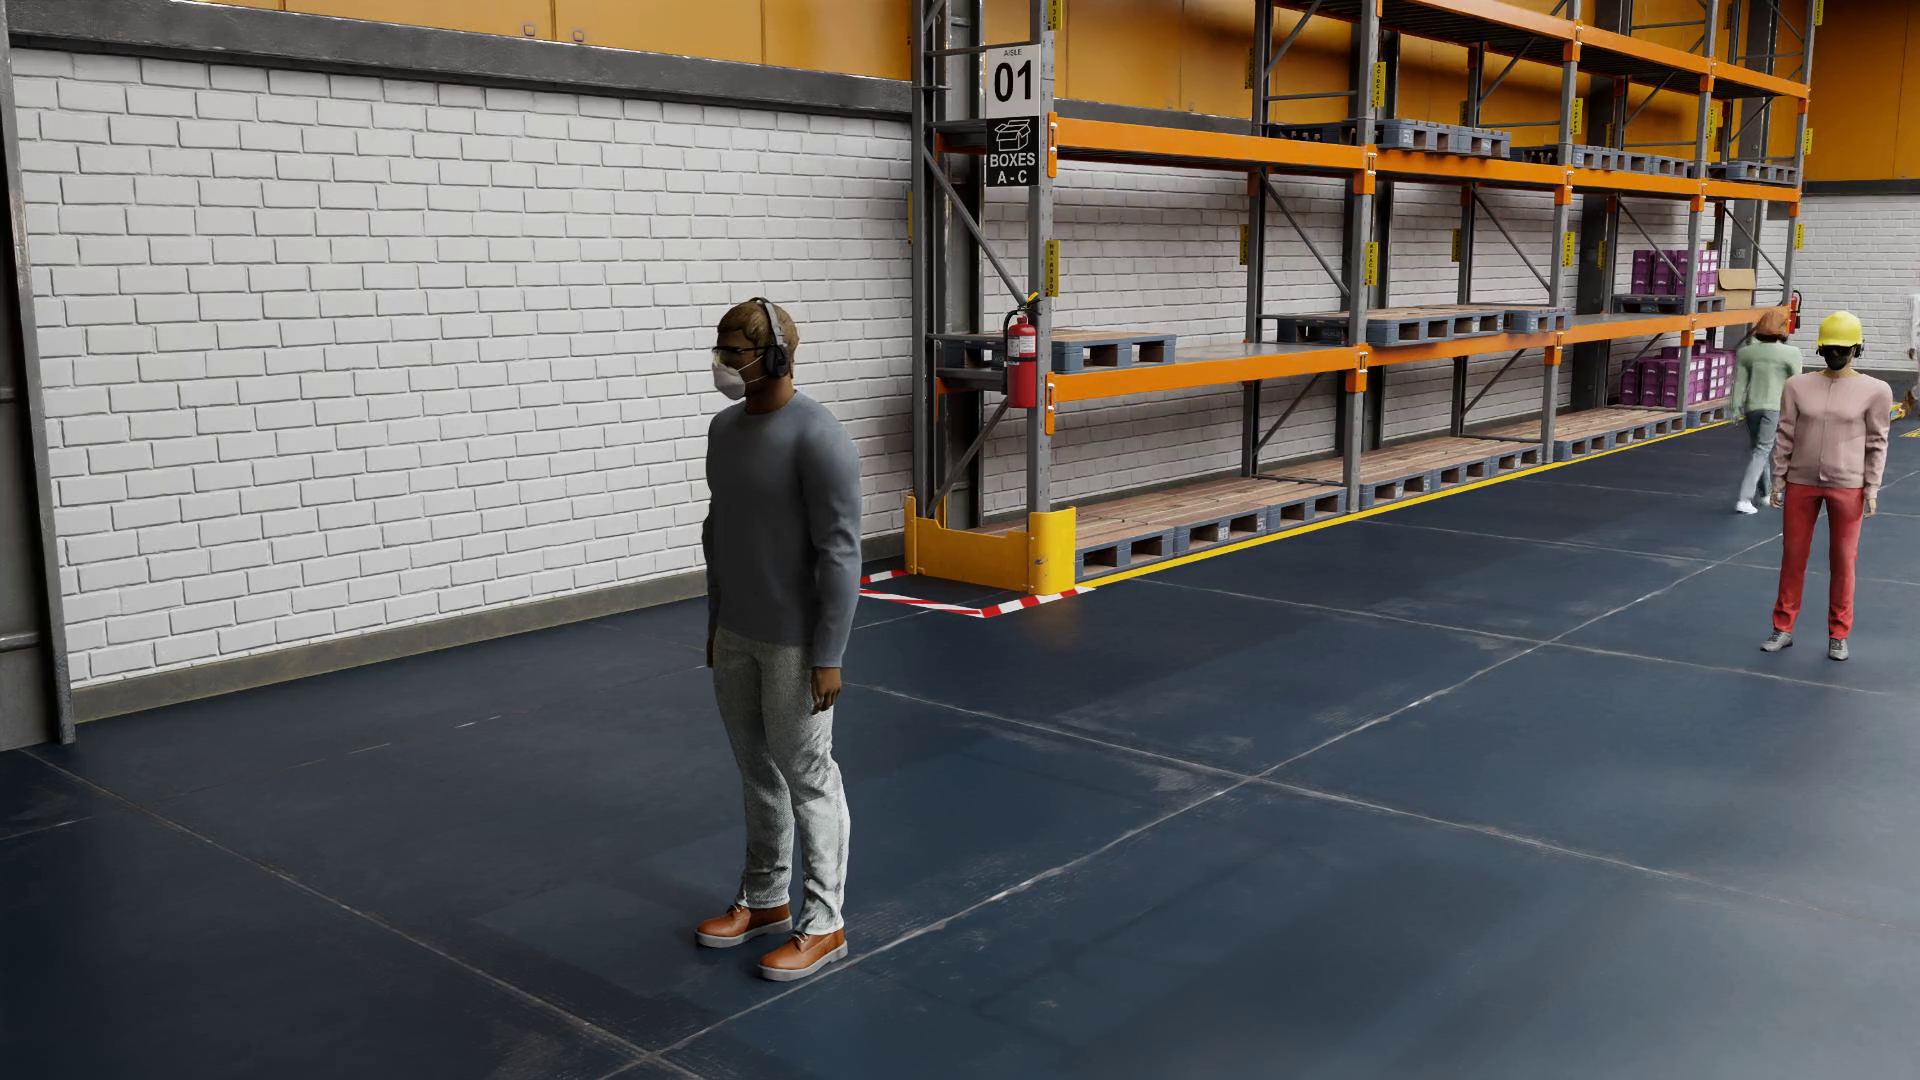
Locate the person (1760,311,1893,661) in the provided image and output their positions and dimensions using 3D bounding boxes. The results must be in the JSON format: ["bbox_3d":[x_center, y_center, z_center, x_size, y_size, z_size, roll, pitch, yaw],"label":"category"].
[{"bbox_3d":[4.385,-0.273,8.430,0.523,1.765,0.316,8,12,37],"label":"person"}]

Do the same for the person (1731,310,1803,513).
[{"bbox_3d":[6.388,-1.014,13.153,0.871,1.587,0.502,-7,12,-34],"label":"person"}]

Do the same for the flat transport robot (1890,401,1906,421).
[{"bbox_3d":[10.790,-1.531,19.834,0.652,0.197,1.431,8,13,37],"label":"flat transport robot"}]

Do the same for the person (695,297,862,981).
[{"bbox_3d":[-0.532,0.281,4.771,0.353,1.937,0.635,-9,13,-40],"label":"person"}]

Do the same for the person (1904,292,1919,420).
[{"bbox_3d":[11.677,-2.369,20.078,0.582,1.865,0.666,-1,10,-7],"label":"person"}]

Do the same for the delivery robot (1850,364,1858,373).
[{"bbox_3d":[11.656,-2.082,21.897,0.477,0.478,0.707,9,13,40],"label":"delivery robot"}]
